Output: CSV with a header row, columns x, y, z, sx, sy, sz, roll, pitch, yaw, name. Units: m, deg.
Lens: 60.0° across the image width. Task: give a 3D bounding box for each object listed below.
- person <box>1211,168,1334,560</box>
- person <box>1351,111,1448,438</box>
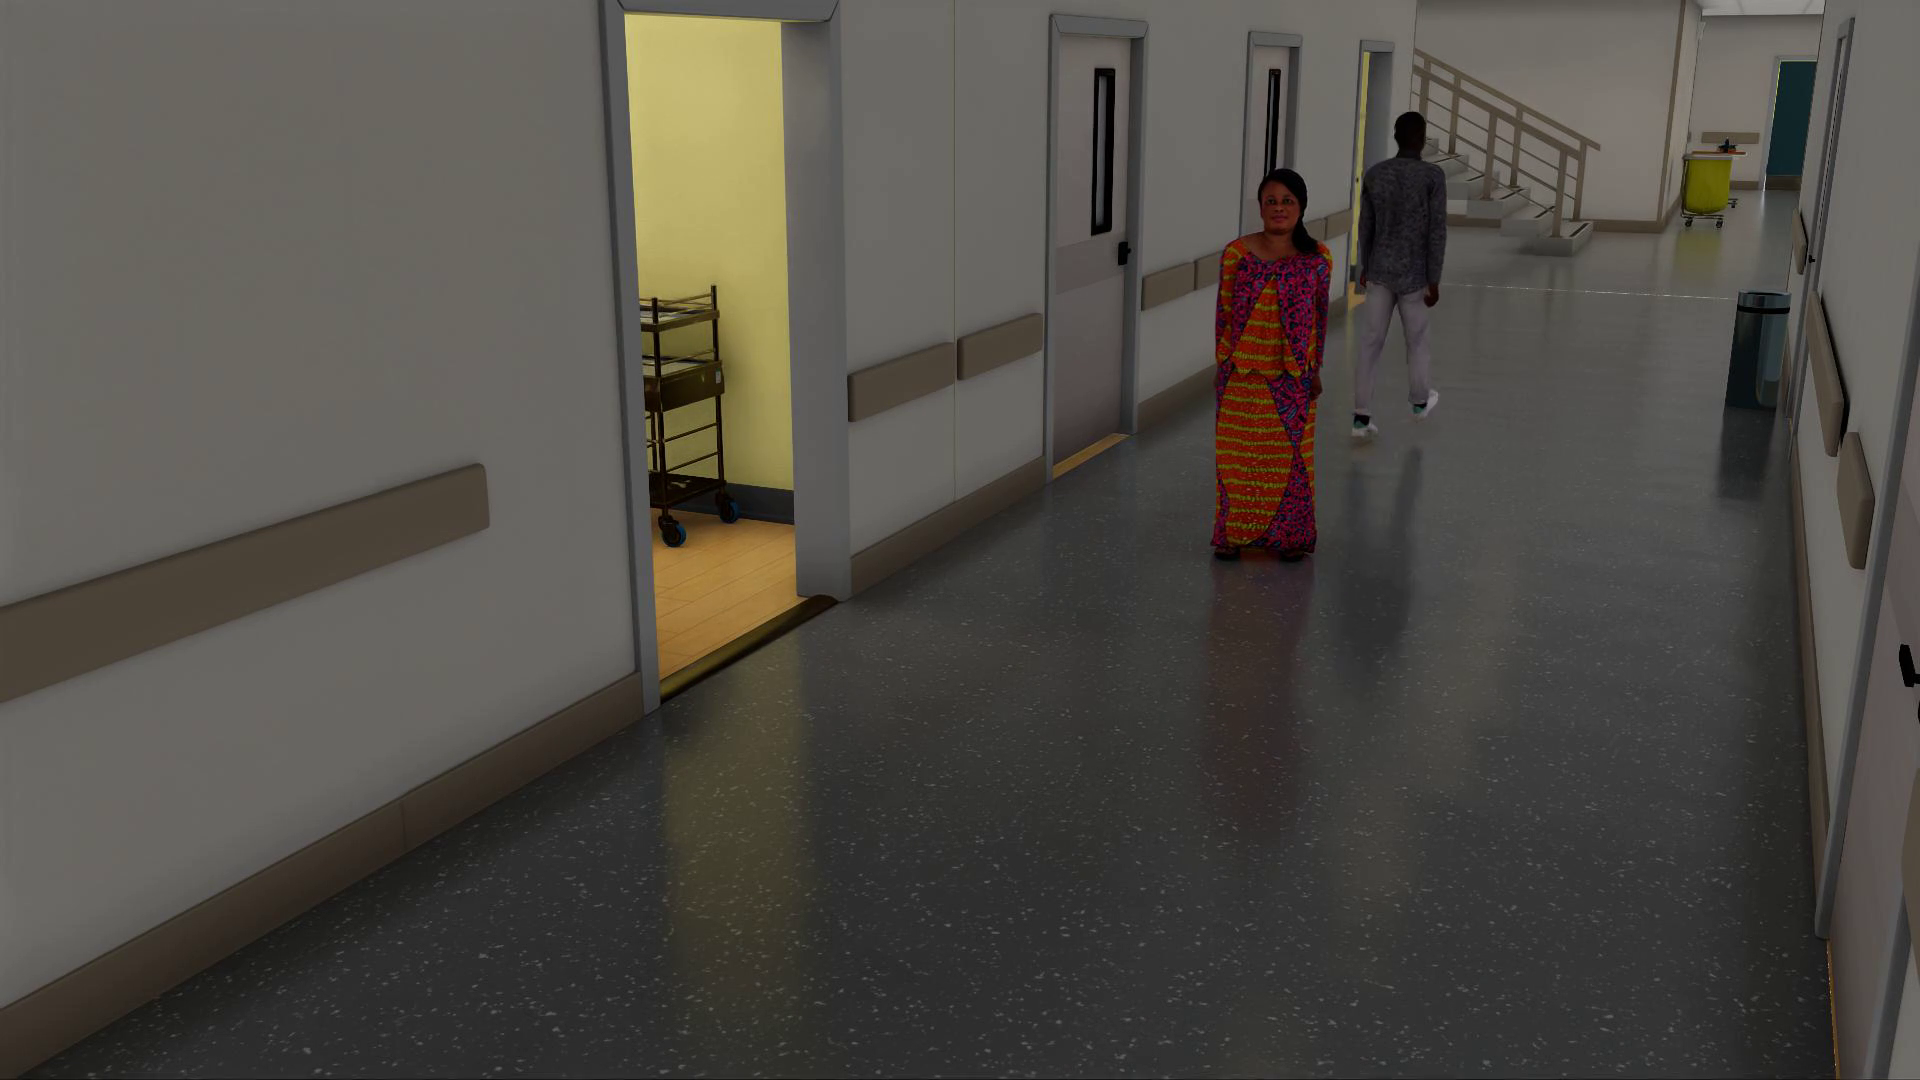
x,y,z,sx,sy,sz,roll,pitch,yaw,name
1.333,-0.758,7.106,0.689,1.686,0.786,2,16,7,person
2.406,-1.438,9.325,1.176,1.791,0.909,11,19,34,person
